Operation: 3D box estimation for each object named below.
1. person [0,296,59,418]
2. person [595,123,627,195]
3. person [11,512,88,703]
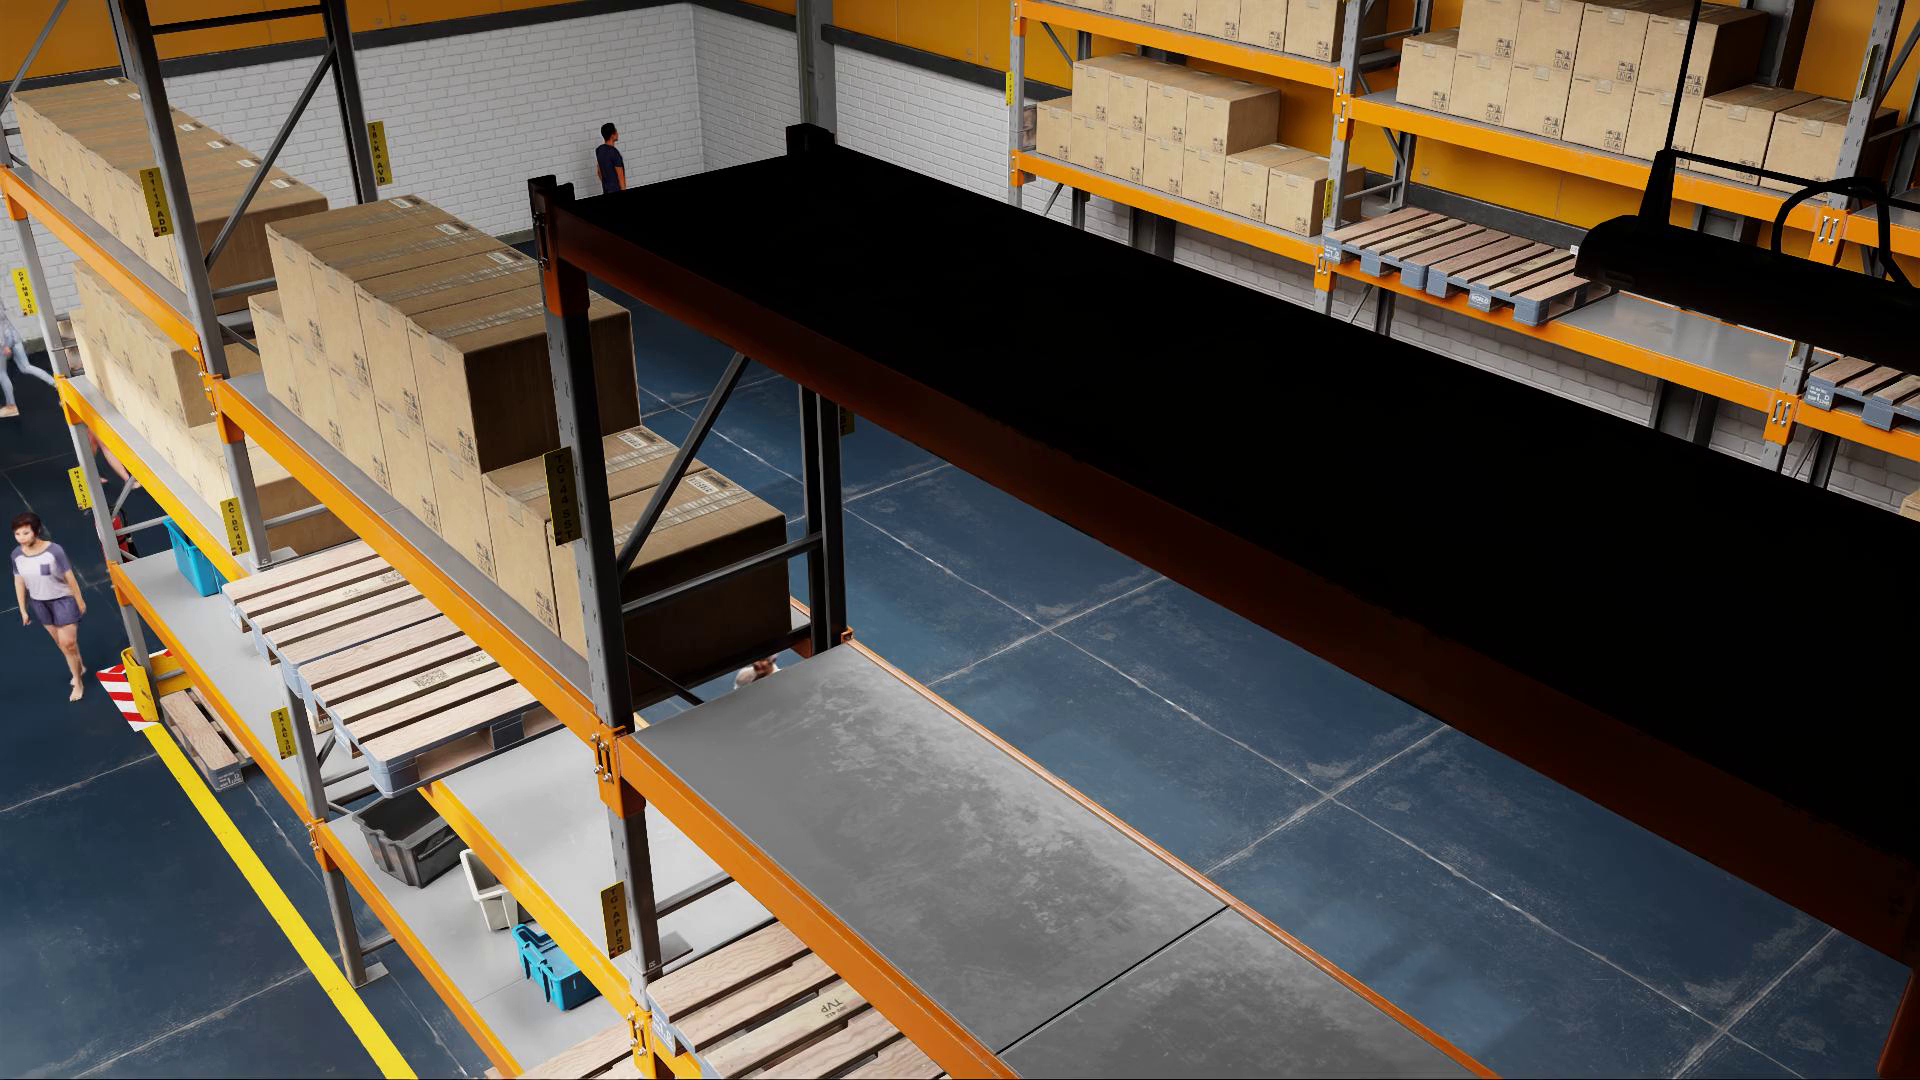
[{"bbox_3d":[-9.901,-2.070,17.396,1.030,1.755,1.151,-5,29,-8],"label":"person"},{"bbox_3d":[-4.602,-4.642,22.072,0.508,1.792,0.740,23,36,35],"label":"person"},{"bbox_3d":[-7.059,0.473,13.018,0.794,1.481,0.866,0,29,-1],"label":"person"}]
